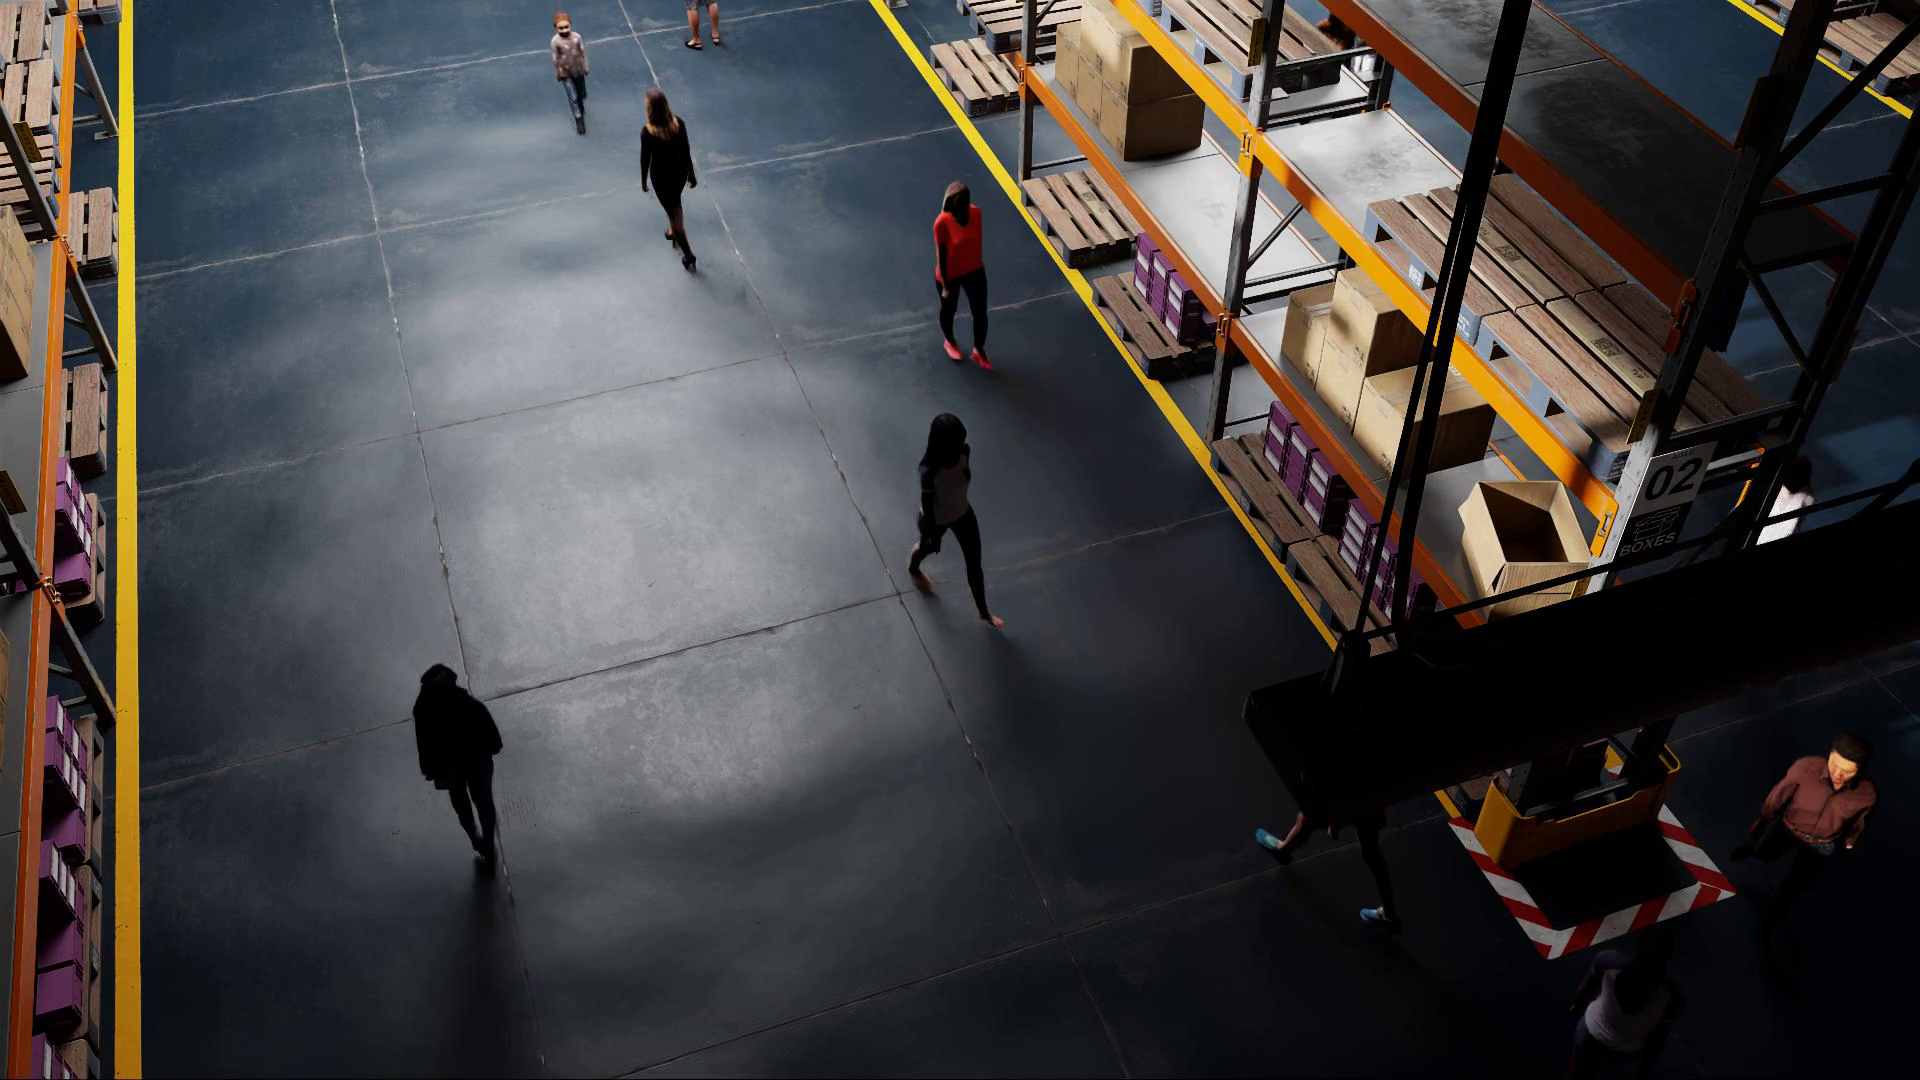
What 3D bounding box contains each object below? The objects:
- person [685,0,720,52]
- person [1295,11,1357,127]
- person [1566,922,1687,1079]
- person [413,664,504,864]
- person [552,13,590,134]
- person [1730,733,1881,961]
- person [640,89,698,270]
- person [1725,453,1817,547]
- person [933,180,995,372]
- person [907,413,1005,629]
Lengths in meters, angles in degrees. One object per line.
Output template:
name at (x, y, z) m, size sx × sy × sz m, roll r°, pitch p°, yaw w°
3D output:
person at (-2.741, -5.905, 17.187) m, size 0.600 × 1.702 × 0.550 m, roll -22°, pitch 48°, yaw -21°
person at (3.488, -4.330, 15.615) m, size 0.766 × 1.589 × 1.133 m, roll -3°, pitch 44°, yaw -3°
person at (3.210, 2.572, 8.318) m, size 1.228 × 1.661 × 1.156 m, roll 26°, pitch 49°, yaw 25°
person at (-2.857, 1.352, 9.636) m, size 0.613 × 1.610 × 0.588 m, roll -14°, pitch 45°, yaw -14°
person at (-3.783, -4.578, 16.167) m, size 0.484 × 1.186 × 0.687 m, roll -15°, pitch 46°, yaw -15°
person at (4.722, 1.573, 9.303) m, size 1.066 × 1.748 × 1.116 m, roll 21°, pitch 48°, yaw 21°
person at (-2.430, -3.032, 14.209) m, size 0.738 × 1.649 × 0.921 m, roll -27°, pitch 50°, yaw -26°
person at (5.191, 0.053, 10.899) m, size 0.725 × 1.748 × 0.744 m, roll 5°, pitch 44°, yaw 5°
person at (-0.062, -2.158, 13.274) m, size 0.631 × 1.672 × 0.797 m, roll -19°, pitch 47°, yaw -19°
person at (-0.150, -0.198, 11.231) m, size 0.917 × 1.653 × 1.208 m, roll -33°, pitch 52°, yaw -30°
